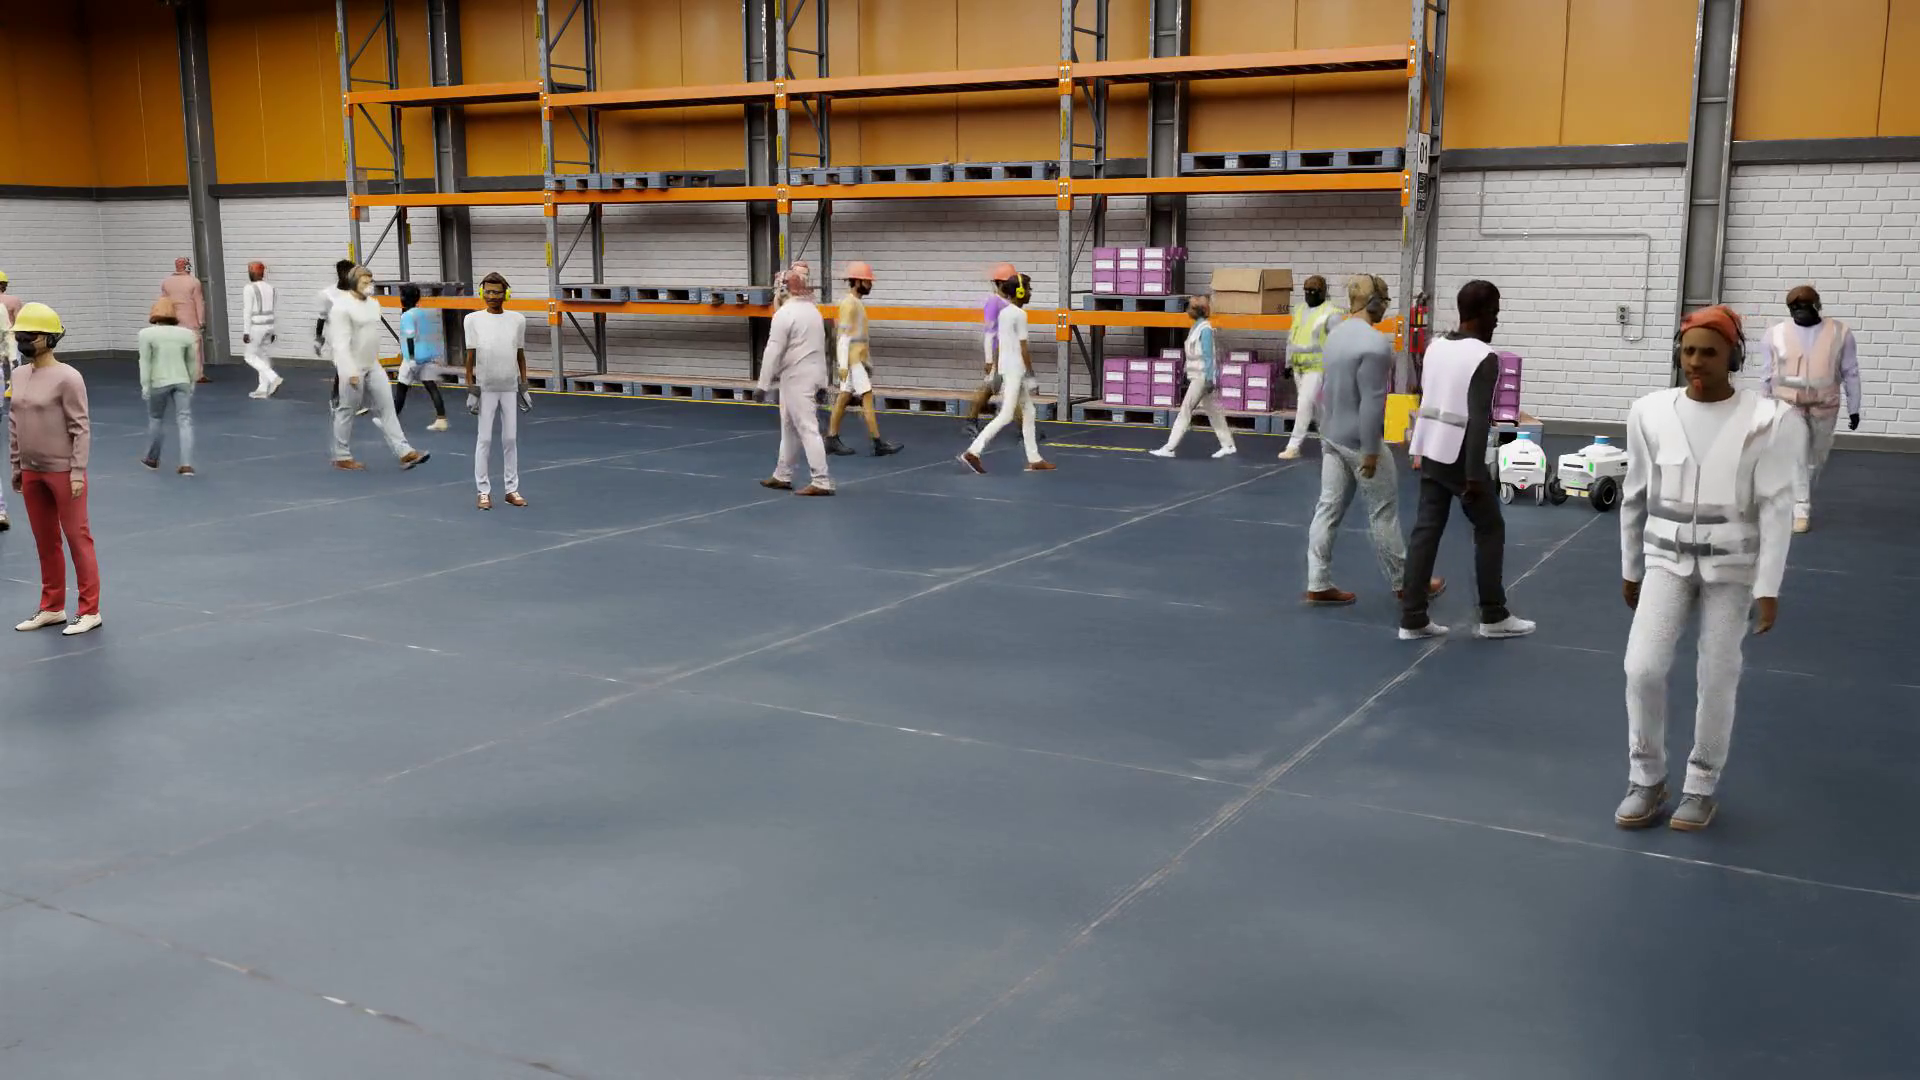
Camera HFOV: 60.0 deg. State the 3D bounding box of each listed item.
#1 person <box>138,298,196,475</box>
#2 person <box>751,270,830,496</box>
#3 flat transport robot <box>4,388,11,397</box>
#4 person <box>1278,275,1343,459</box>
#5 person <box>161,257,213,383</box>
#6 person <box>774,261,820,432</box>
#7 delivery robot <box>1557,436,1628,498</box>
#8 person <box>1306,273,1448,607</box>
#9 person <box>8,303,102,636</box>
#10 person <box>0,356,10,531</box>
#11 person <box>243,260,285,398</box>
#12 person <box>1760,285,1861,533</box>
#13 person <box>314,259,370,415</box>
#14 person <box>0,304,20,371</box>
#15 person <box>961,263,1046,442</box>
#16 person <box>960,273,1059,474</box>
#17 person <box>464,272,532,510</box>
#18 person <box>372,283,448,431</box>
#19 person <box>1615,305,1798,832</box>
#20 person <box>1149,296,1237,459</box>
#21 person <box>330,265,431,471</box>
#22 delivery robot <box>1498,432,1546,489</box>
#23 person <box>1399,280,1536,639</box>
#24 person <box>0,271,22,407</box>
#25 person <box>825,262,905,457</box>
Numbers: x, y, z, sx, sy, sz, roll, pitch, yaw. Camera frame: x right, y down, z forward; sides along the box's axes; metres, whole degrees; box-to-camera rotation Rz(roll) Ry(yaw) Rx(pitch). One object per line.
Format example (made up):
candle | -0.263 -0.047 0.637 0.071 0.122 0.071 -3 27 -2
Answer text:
person | -7.242 -1.399 15.165 0.507 1.589 0.827 -9 14 -42
person | -1.443 -1.298 13.868 0.901 1.864 0.641 4 11 20
flat transport robot | -12.862 -2.158 23.225 0.652 0.197 1.431 -4 11 -20
person | 3.517 -1.694 16.302 0.835 1.799 0.677 -5 11 -28
person | -11.738 -3.335 25.259 0.642 1.909 0.399 2 10 10
person | -1.761 -2.106 18.311 0.399 1.905 0.643 6 12 30
delivery robot | 5.099 -0.587 13.260 0.707 0.478 0.477 -7 12 -35
person | 2.387 -0.557 9.517 0.855 1.905 0.644 -3 10 -16
person | -4.864 -0.375 8.886 0.525 1.772 0.302 4 11 21
person | -7.220 -0.975 11.980 0.663 1.874 0.786 -7 12 -36
person | -9.480 -2.850 22.595 0.544 1.875 0.606 3 10 15
person | 6.275 -0.992 12.328 0.666 1.798 0.883 4 11 24
person | -7.690 -2.510 20.610 1.017 1.912 0.660 8 13 37
person | -10.421 -1.952 17.766 0.603 1.781 0.927 -8 13 -39
person | 0.432 -1.998 17.752 0.986 1.889 0.561 4 11 20
person | 0.438 -1.512 15.171 0.932 1.835 0.513 -3 10 -14
person | -3.644 -1.176 13.160 0.519 1.865 0.335 -6 12 -32
person | -6.141 -2.028 18.568 0.876 1.643 0.545 1 10 8
person | 2.568 0.126 5.800 0.582 1.865 0.560 7 12 36
person | 2.323 -1.581 16.211 0.878 1.585 0.541 0 10 -2
person | -5.353 -1.542 15.151 0.991 1.889 0.643 4 11 20
delivery robot | 4.577 -0.638 13.547 0.477 0.478 0.707 3 10 16
person | 2.700 -0.412 8.752 0.853 1.882 0.611 -4 11 -20
person | -12.247 -2.560 21.277 0.526 1.765 0.329 -4 11 -19
person | -0.932 -1.766 16.368 0.927 1.899 0.562 1 10 4
